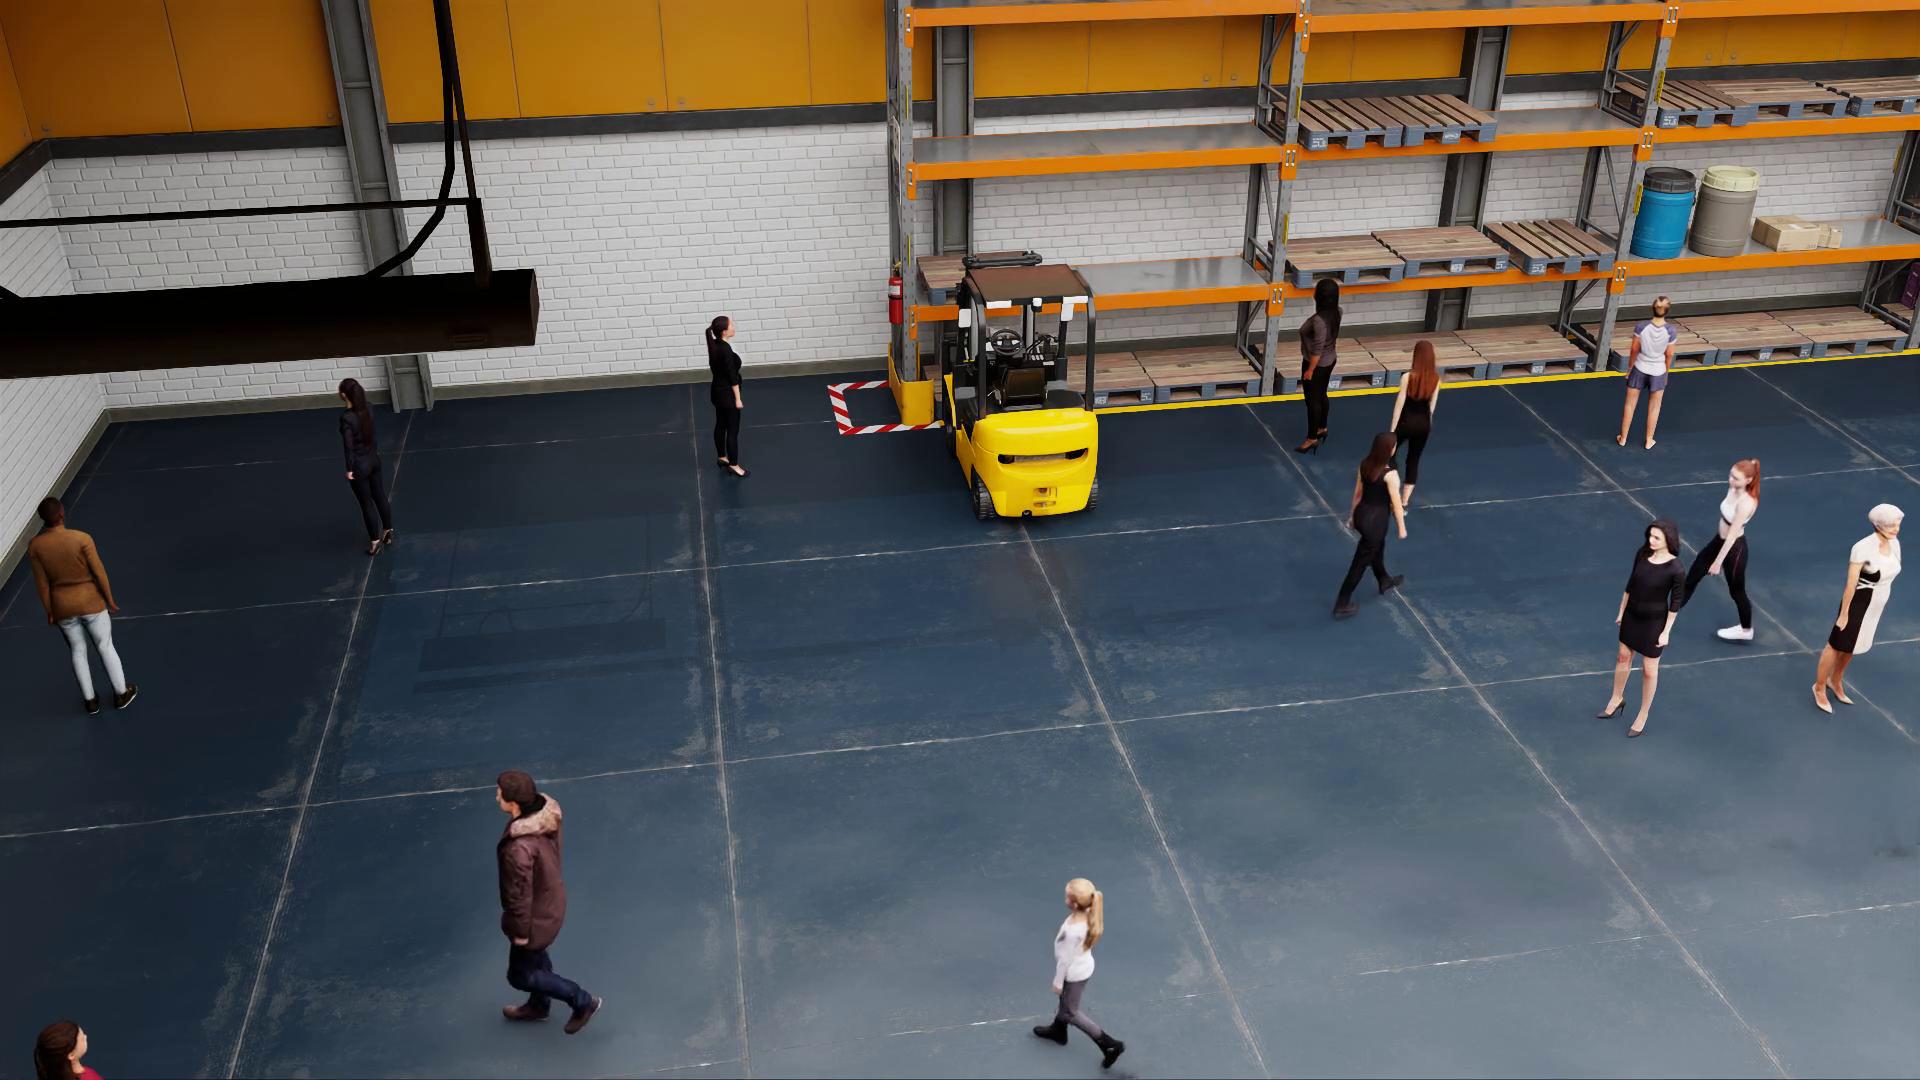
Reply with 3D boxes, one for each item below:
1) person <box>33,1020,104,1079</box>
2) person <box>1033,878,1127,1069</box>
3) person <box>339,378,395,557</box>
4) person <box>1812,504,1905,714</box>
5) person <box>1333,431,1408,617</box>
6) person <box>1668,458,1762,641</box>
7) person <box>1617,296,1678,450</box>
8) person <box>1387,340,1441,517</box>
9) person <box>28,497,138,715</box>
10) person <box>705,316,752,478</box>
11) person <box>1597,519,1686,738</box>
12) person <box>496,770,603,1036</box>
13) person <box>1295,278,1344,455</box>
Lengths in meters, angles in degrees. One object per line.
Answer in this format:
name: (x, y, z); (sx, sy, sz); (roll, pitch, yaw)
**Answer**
person: (-4.406, 3.060, 8.327); (0.947, 1.533, 0.977); (16, 33, 27)
person: (0.714, 2.509, 9.614); (0.889, 1.266, 0.741); (11, 31, 20)
person: (-5.362, -0.670, 14.977); (0.638, 1.712, 0.642); (9, 30, 16)
person: (6.905, 0.509, 12.772); (0.578, 1.754, 0.757); (-14, 32, -24)
person: (3.394, -0.095, 13.985); (1.102, 1.653, 0.767); (-12, 31, -21)
person: (6.350, 0.134, 13.521); (1.243, 1.696, 0.866); (5, 29, 9)
person: (7.029, -1.712, 16.979); (0.642, 1.624, 0.737); (12, 31, 20)
person: (4.265, -1.006, 15.592); (0.612, 1.713, 0.678); (-5, 29, -9)
person: (-6.754, 0.496, 12.732); (0.505, 1.815, 0.733); (-9, 30, -16)
person: (-2.312, -1.419, 16.404); (0.693, 1.661, 0.684); (-19, 34, -30)
person: (5.141, 0.648, 12.467); (0.602, 1.802, 0.657); (-14, 32, -24)
person: (-2.424, 2.147, 9.686); (0.909, 1.834, 0.822); (-1, 29, -3)
person: (3.652, -1.769, 16.856); (0.803, 1.841, 0.749); (18, 33, 29)
